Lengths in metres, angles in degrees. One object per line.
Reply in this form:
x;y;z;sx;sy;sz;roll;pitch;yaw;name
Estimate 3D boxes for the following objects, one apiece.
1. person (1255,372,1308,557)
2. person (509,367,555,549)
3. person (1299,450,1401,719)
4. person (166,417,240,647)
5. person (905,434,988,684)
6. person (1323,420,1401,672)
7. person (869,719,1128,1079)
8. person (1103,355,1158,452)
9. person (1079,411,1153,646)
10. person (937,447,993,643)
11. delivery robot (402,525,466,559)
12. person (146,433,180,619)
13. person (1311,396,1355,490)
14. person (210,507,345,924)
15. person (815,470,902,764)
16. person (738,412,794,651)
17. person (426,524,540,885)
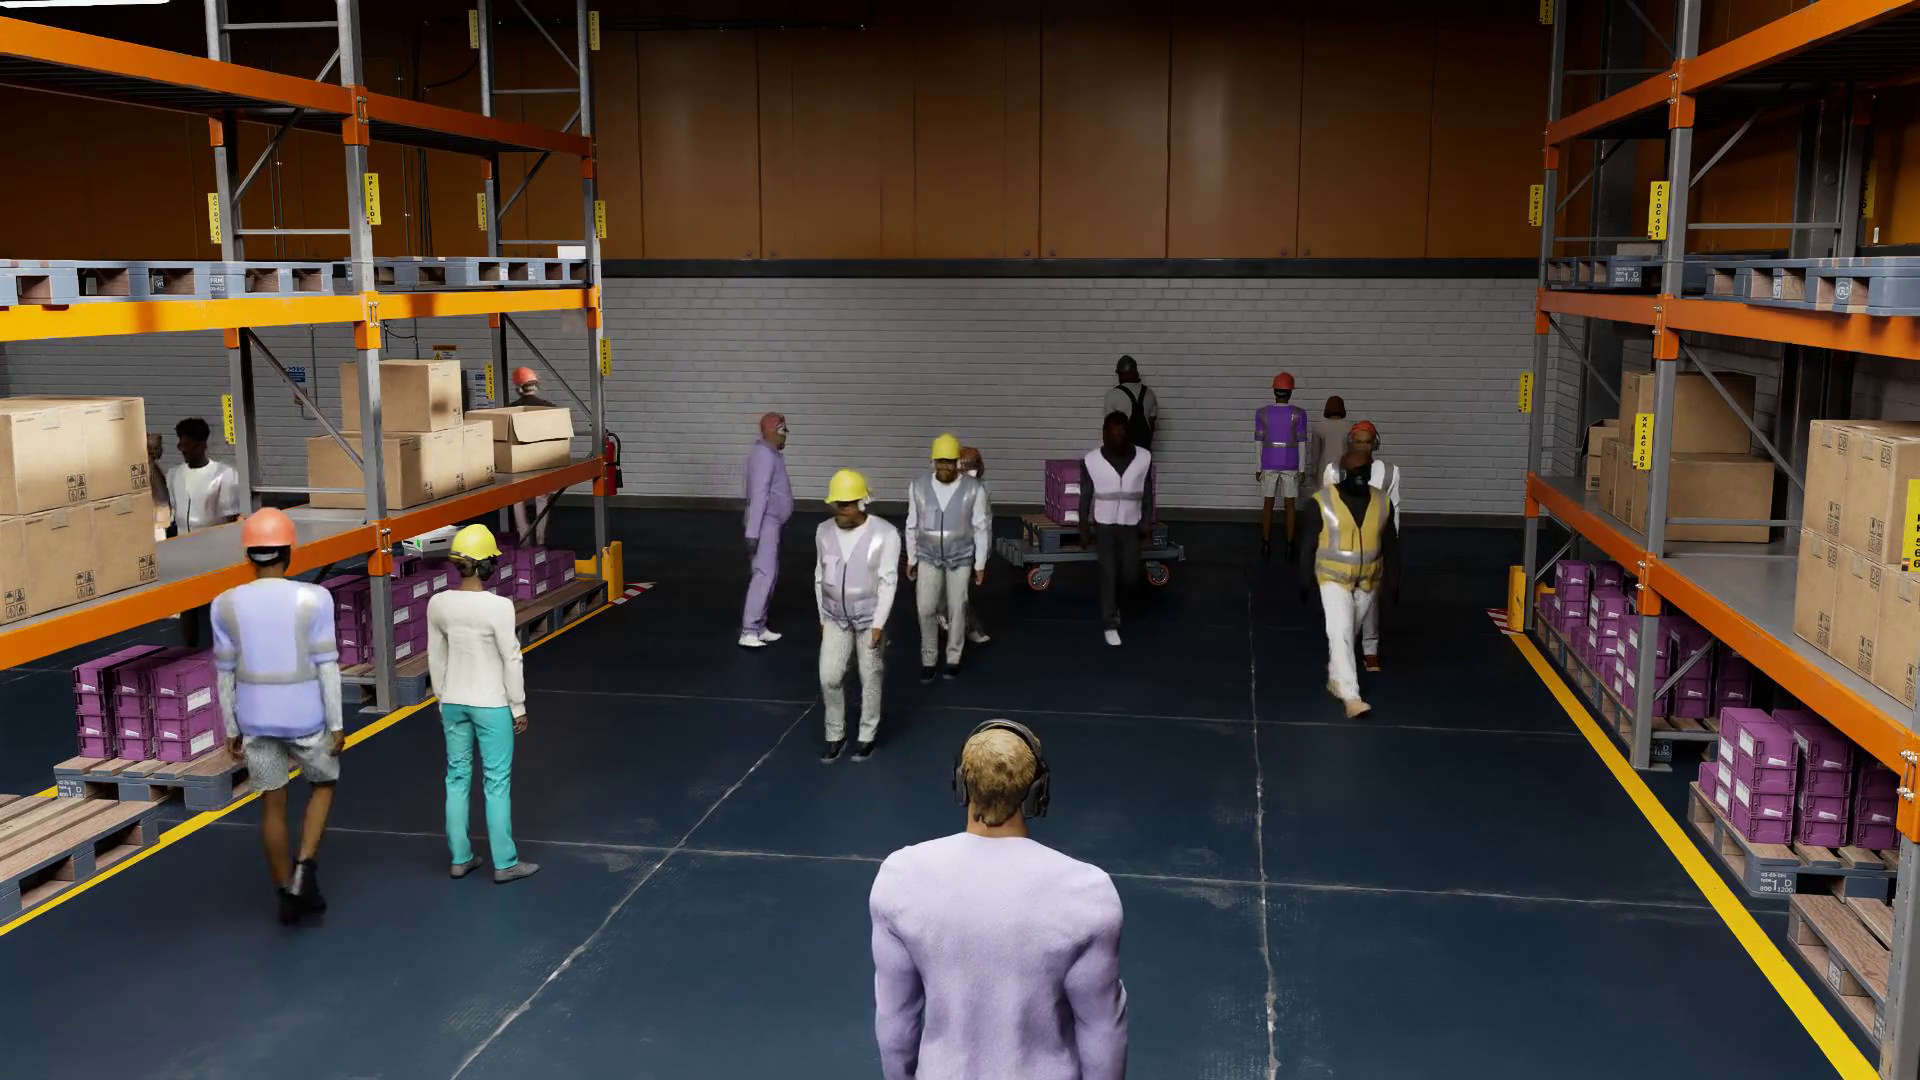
3.351;-0.781;17.385;0.546;1.938;0.360;3;10;18;person
-4.546;-0.843;17.656;0.666;1.980;0.461;-5;10;-27;person
2.668;0.278;11.325;0.648;1.785;1.006;-2;9;-10;person
-5.579;0.032;12.404;0.613;1.933;0.966;2;9;10;person
-0.110;0.148;12.009;0.620;1.814;0.610;1;9;6;person
2.981;0.048;12.430;0.584;1.883;0.346;1;9;8;person
0.098;1.379;4.056;0.630;1.940;0.373;3;10;15;person
1.874;-1.086;18.946;0.688;2.000;0.536;-5;11;-29;person
1.248;-0.116;13.409;0.636;1.892;0.572;-2;9;-9;person
0.005;0.013;13.584;0.510;1.581;0.876;-7;11;-35;person
-5.150;0.010;16.466;0.477;0.478;0.707;8;12;41;delivery robot
-6.986;-0.113;14.232;0.654;1.625;0.513;-3;10;-17;person
4.096;-0.766;18.225;0.499;1.632;0.281;3;10;17;person
-3.095;0.808;7.599;0.556;1.925;0.416;-1;9;-7;person
-0.647;0.475;10.044;0.584;1.803;0.556;3;10;18;person
-1.558;-0.076;13.254;0.472;1.870;0.769;-1;9;-5;person
-2.348;0.802;8.146;0.523;1.769;0.321;4;10;22;person
